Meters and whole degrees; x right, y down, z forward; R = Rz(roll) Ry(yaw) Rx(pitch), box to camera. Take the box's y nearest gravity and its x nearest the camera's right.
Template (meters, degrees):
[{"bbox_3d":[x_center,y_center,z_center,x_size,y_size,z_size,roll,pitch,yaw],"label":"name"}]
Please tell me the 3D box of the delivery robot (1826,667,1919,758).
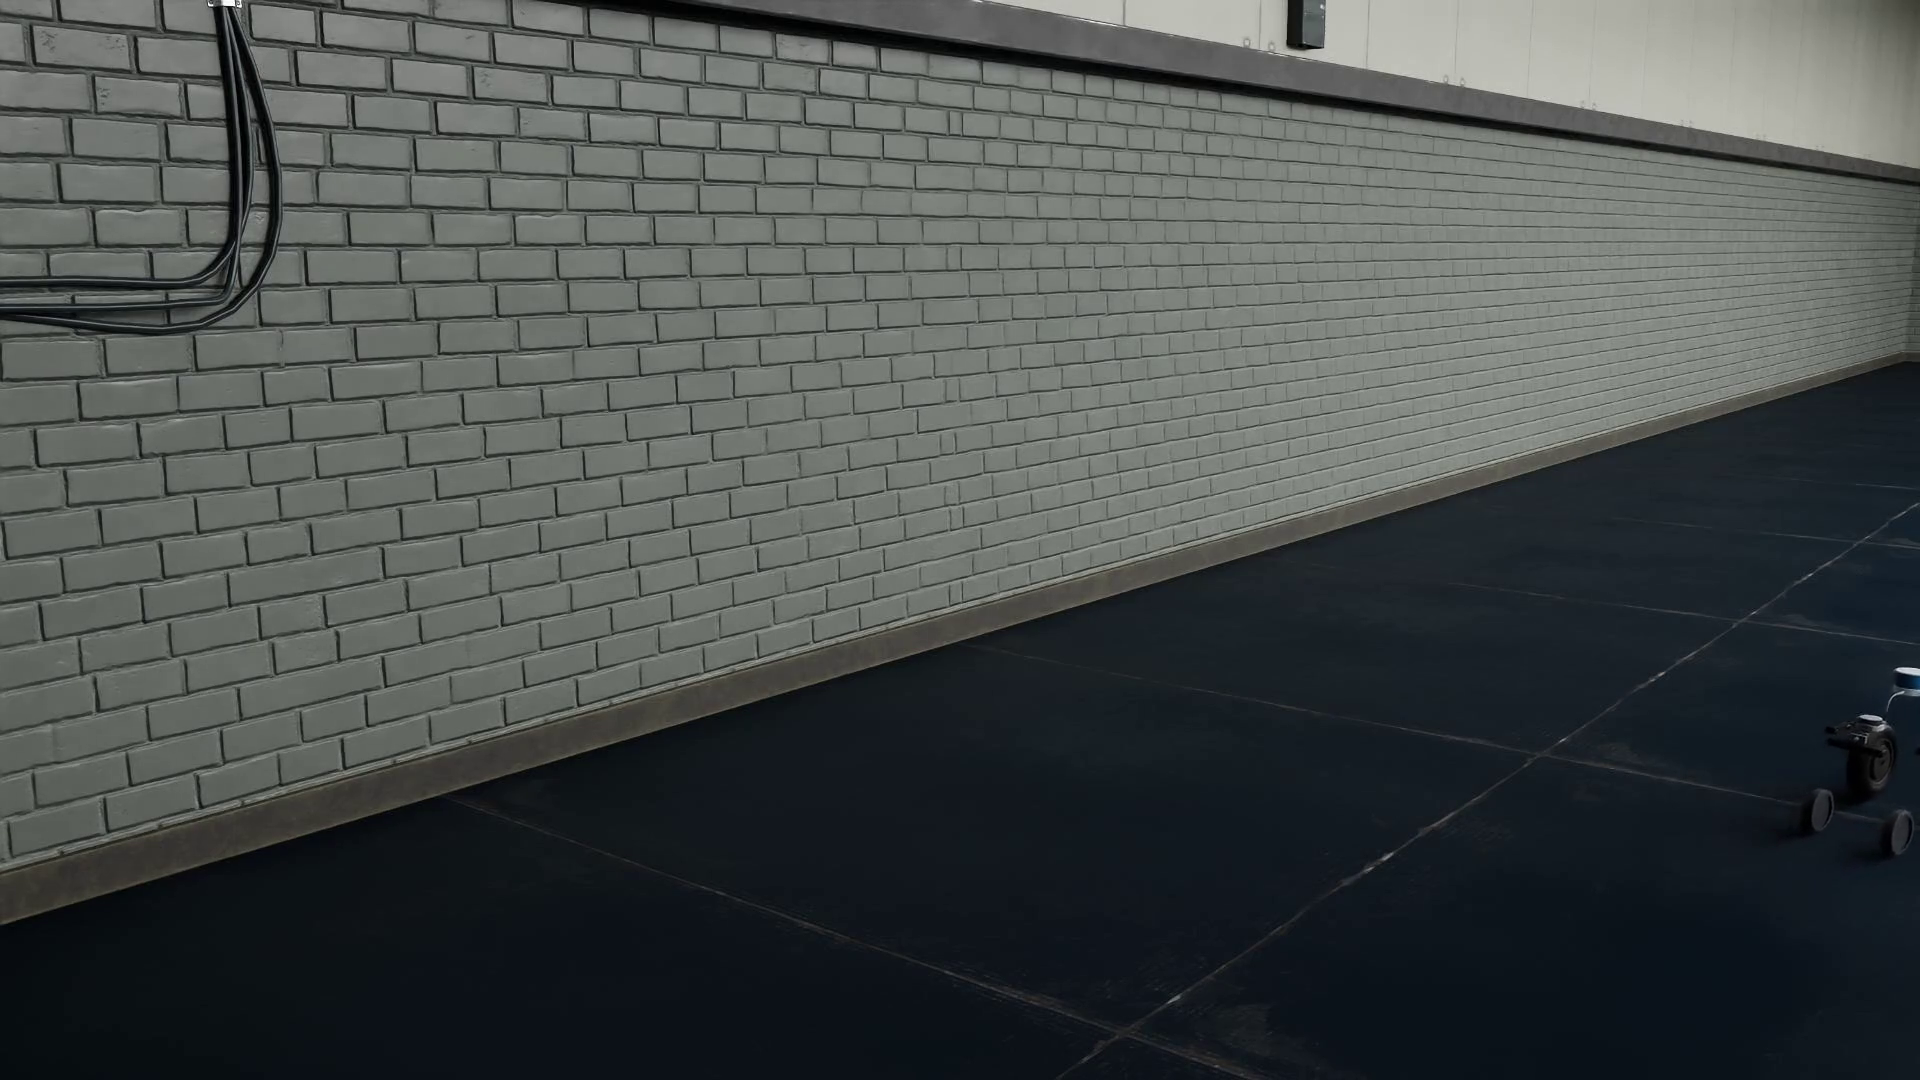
[{"bbox_3d":[3.247,0.556,5.688,0.698,0.223,0.335,-7,13,-35],"label":"delivery robot"}]
